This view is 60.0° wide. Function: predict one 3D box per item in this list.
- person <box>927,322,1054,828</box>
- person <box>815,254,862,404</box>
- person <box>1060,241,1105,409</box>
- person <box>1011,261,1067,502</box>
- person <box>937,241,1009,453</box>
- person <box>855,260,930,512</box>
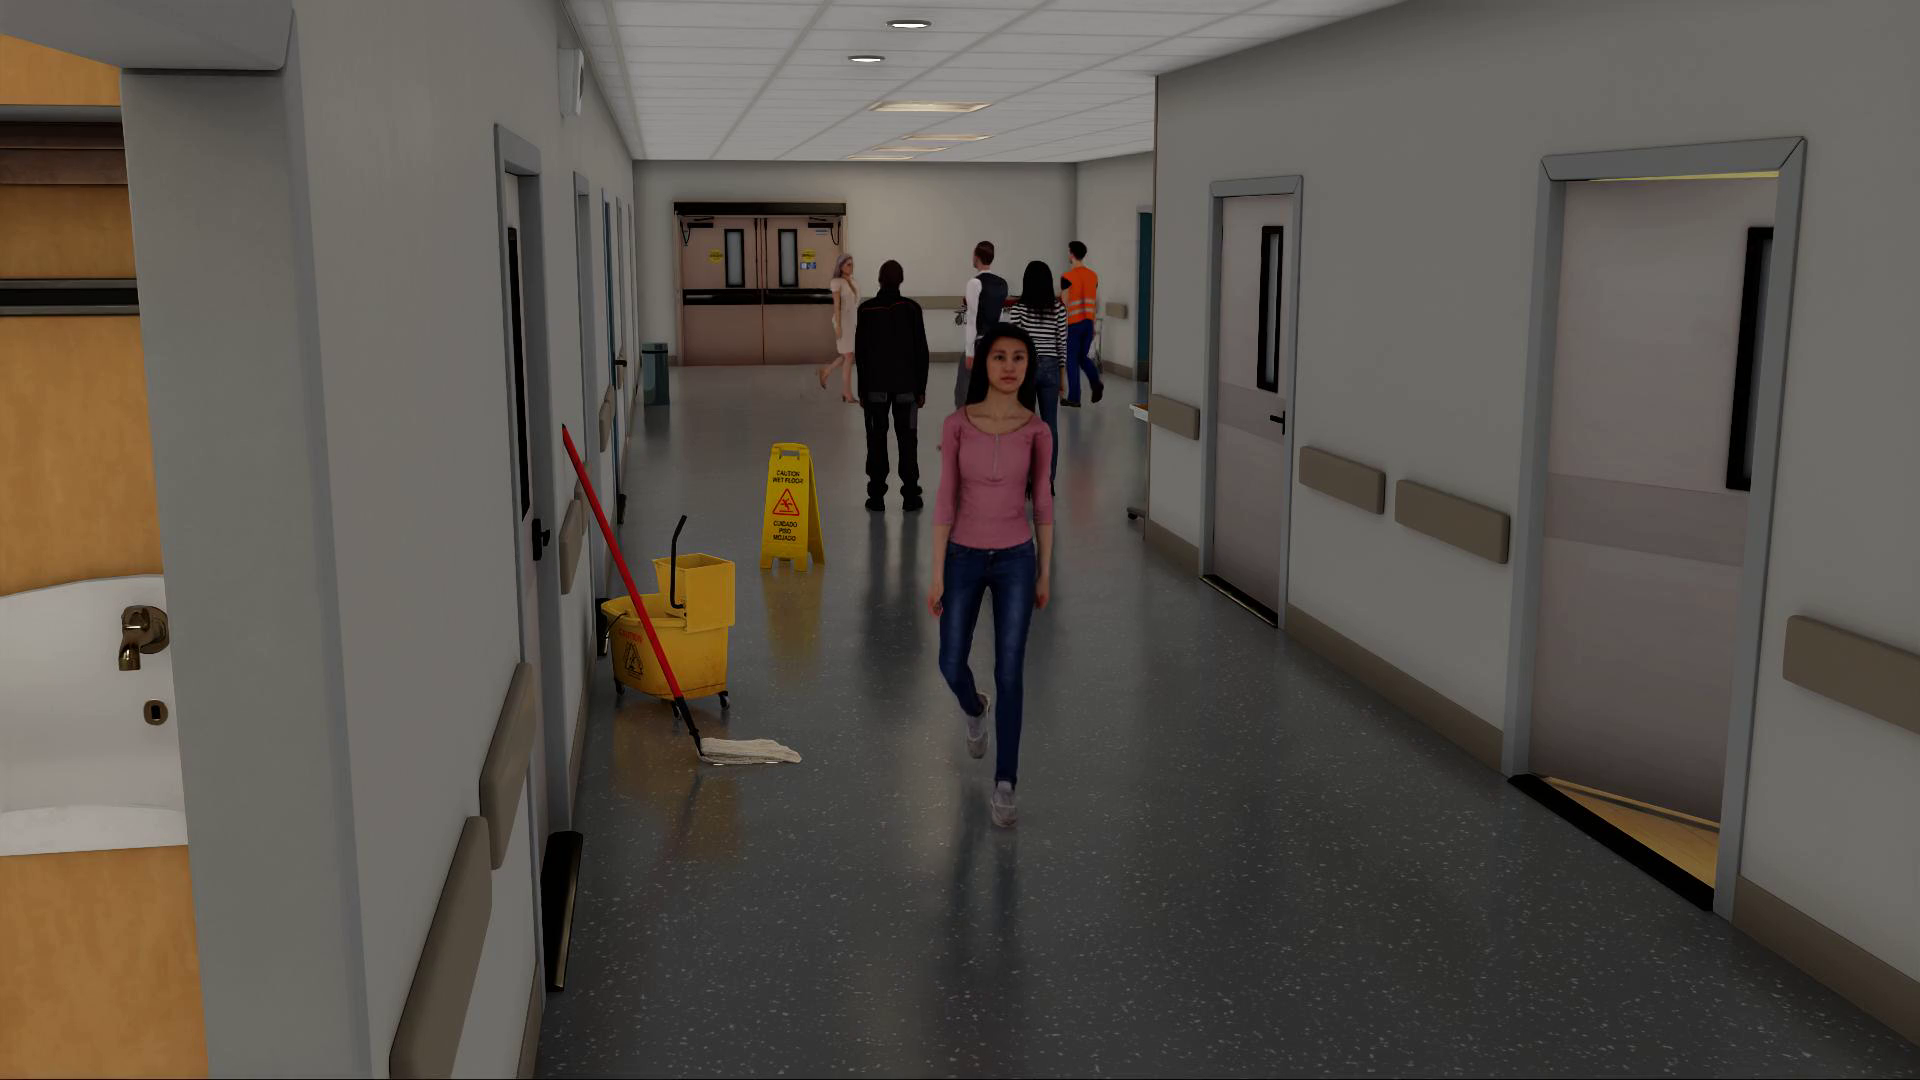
[{"bbox_3d":[0.100,0.092,5.959,0.749,1.727,1.023,0,11,2],"label":"person"},{"bbox_3d":[-1.404,-2.453,19.389,0.936,1.721,0.908,5,12,27],"label":"person"},{"bbox_3d":[1.400,-2.421,18.792,0.892,1.880,1.004,-8,13,-36],"label":"person"},{"bbox_3d":[0.583,-1.205,12.563,0.571,1.797,0.457,-2,11,-10],"label":"person"},{"bbox_3d":[0.282,-1.643,14.595,1.093,1.916,0.988,11,15,44],"label":"person"},{"bbox_3d":[-0.503,-1.128,12.122,0.733,1.826,0.650,0,11,-1],"label":"person"}]
